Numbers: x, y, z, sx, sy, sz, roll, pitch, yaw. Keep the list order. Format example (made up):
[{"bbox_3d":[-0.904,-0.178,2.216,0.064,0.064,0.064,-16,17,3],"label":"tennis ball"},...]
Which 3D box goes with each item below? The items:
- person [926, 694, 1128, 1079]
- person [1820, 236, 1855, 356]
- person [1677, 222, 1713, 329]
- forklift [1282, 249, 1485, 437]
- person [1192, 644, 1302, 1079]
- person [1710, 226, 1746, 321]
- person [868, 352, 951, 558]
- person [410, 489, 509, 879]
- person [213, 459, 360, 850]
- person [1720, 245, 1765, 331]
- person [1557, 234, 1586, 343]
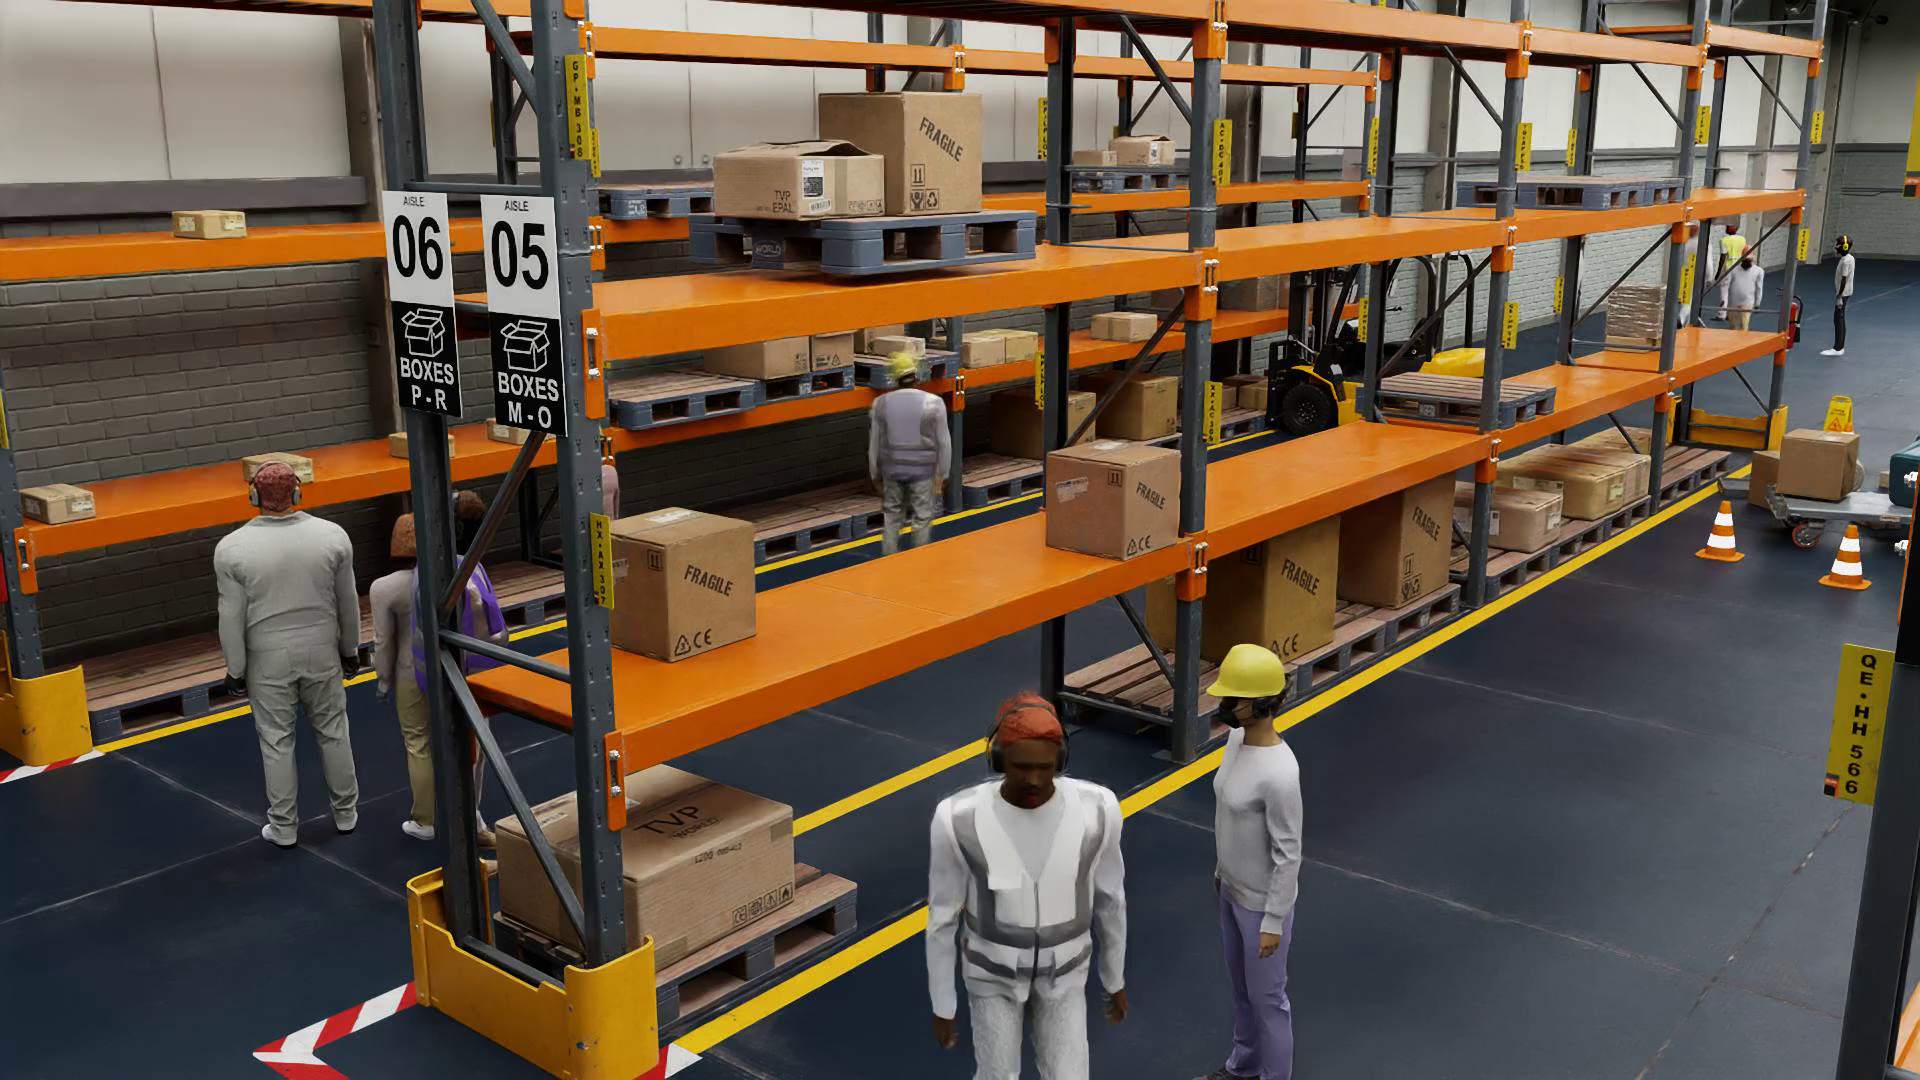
[{"bbox_3d":[0.207,1.331,5.018,0.639,1.865,0.440,-2,14,-8],"label":"person"},{"bbox_3d":[13.730,-3.806,25.944,0.334,1.860,0.509,8,16,30],"label":"person"},{"bbox_3d":[12.932,-4.669,29.420,0.863,1.881,0.647,-11,18,-38],"label":"person"},{"bbox_3d":[4.886,-2.214,18.767,2.313,2.155,1.214,11,18,38],"label":"forklift"},{"bbox_3d":[0.983,1.208,5.718,0.324,1.767,0.533,-2,14,-10],"label":"person"},{"bbox_3d":[14.171,-4.953,30.626,0.570,1.849,0.379,-6,15,-24],"label":"person"},{"bbox_3d":[-0.390,-0.518,12.666,0.637,1.811,0.403,2,14,8],"label":"person"},{"bbox_3d":[-2.323,0.666,7.799,0.429,1.837,0.629,-2,14,-8],"label":"person"},{"bbox_3d":[-3.255,0.552,8.100,0.651,1.906,0.403,-10,17,-34],"label":"person"},{"bbox_3d":[12.215,-3.746,25.989,0.565,1.716,0.801,9,16,32],"label":"person"},{"bbox_3d":[10.095,-4.164,27.378,0.309,1.868,0.535,12,18,40],"label":"person"}]
